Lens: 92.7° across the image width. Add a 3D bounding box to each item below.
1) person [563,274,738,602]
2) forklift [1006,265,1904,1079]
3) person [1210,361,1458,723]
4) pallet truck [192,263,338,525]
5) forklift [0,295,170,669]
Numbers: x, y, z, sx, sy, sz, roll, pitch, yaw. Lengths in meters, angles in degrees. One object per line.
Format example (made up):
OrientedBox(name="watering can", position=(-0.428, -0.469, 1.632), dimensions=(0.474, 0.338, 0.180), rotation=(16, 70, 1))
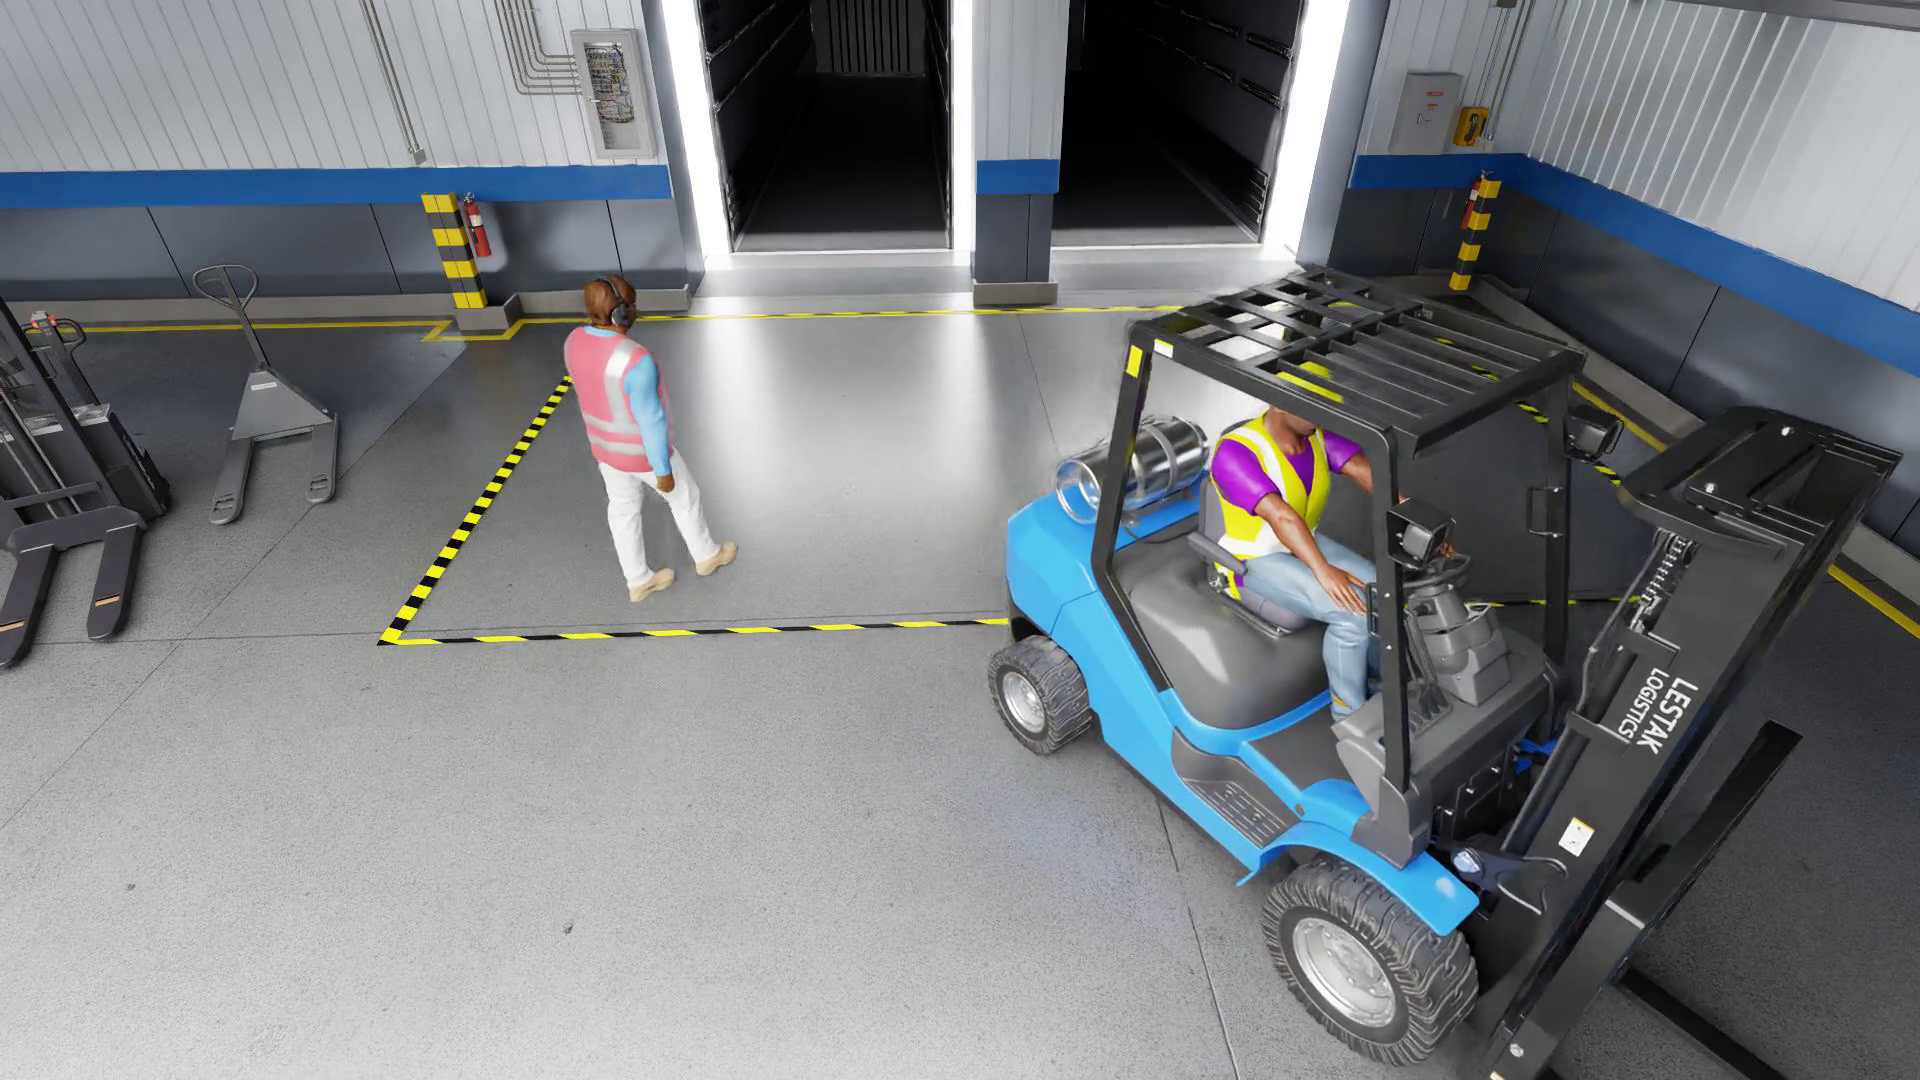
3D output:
OrientedBox(name="person", position=(-1.648, -0.535, 4.908), dimensions=(0.660, 1.820, 0.673), rotation=(21, 40, 27))
OrientedBox(name="forklift", position=(1.327, 0.179, 3.423), dimensions=(1.157, 2.036, 2.680), rotation=(-22, 41, -29))
OrientedBox(name="person", position=(1.357, 0.055, 3.272), dimensions=(0.635, 1.294, 1.002), rotation=(-22, 41, -29))
OrientedBox(name="pallet truck", position=(-4.778, -1.027, 6.128), dimensions=(0.680, 1.201, 1.601), rotation=(-17, 38, -23))
OrientedBox(name="forklift", position=(-5.212, -0.618, 4.878), dimensions=(0.823, 1.965, 1.885), rotation=(-20, 39, -26))
